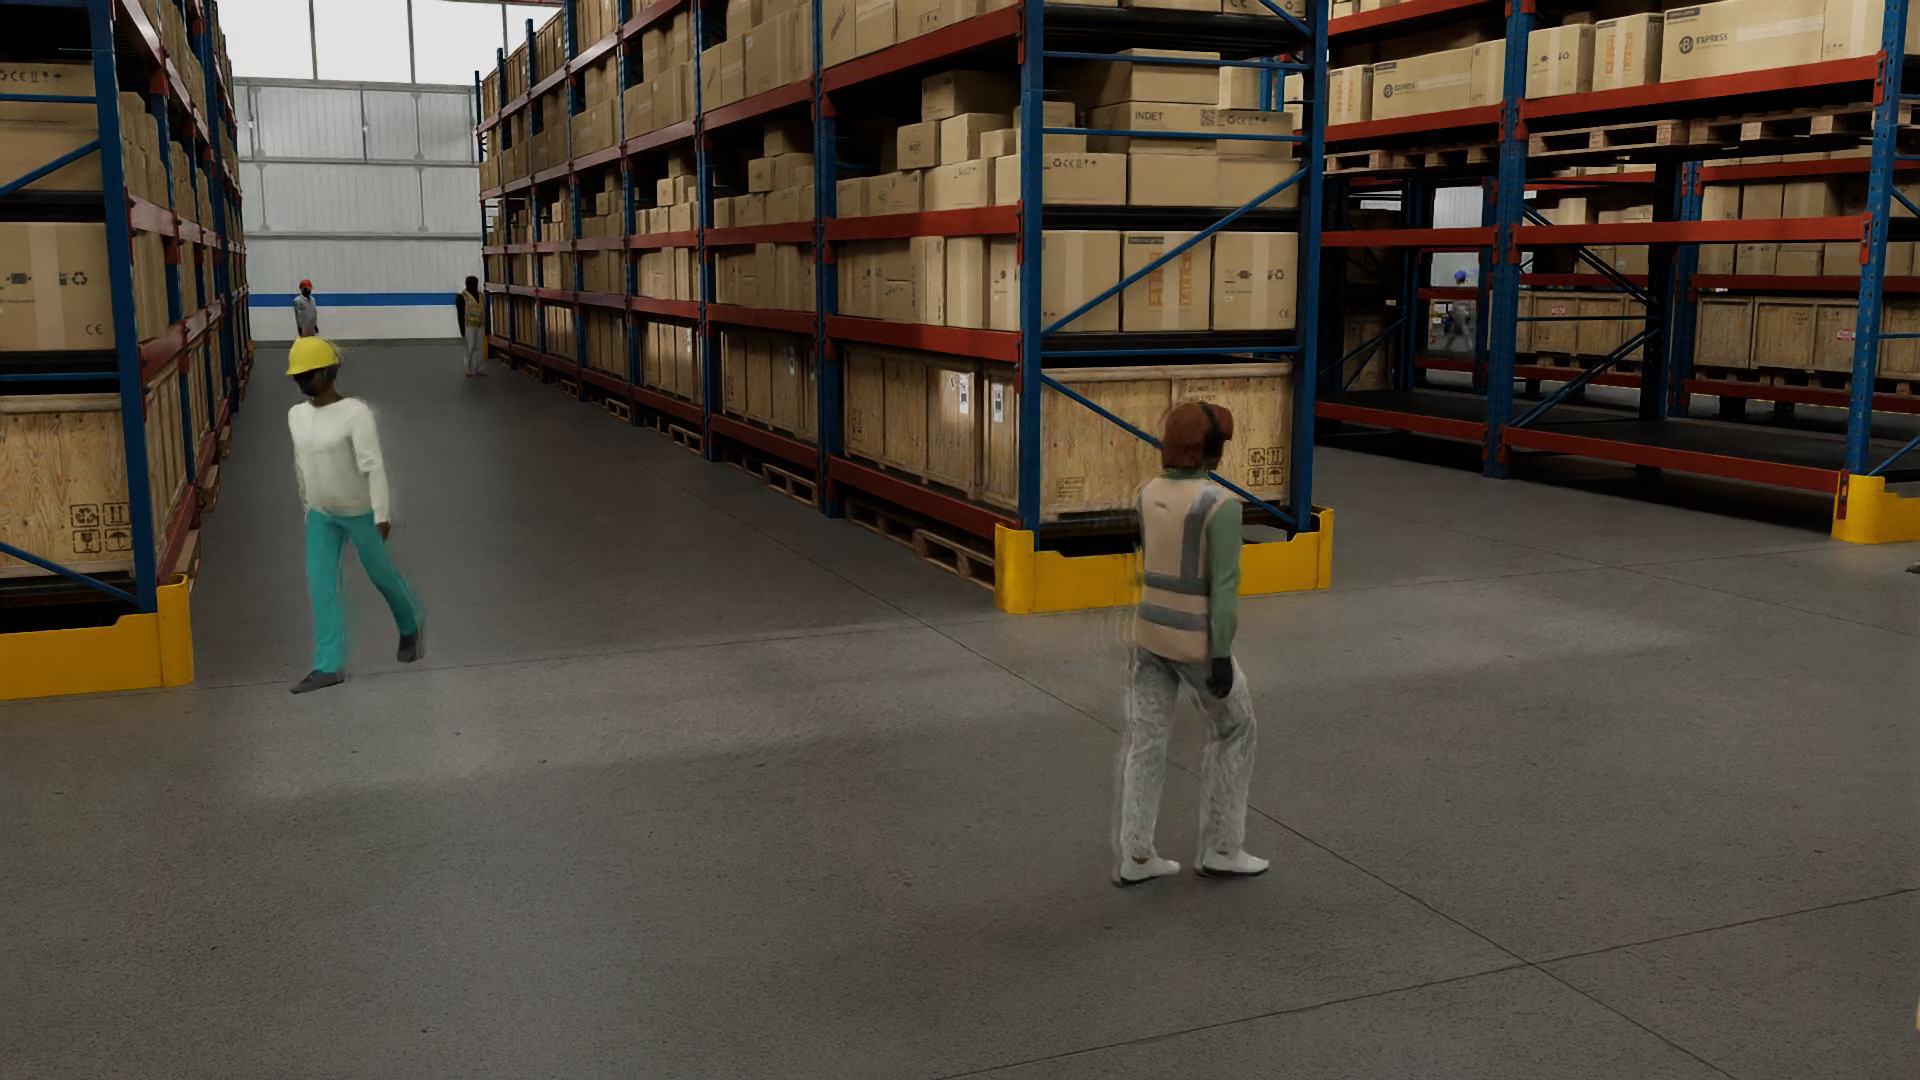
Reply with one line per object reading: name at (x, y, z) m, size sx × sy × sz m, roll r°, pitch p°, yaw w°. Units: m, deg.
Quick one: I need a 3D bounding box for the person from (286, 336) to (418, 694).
person at (-3.036, -0.162, 8.302) m, size 0.577 × 1.726 × 0.881 m, roll 3°, pitch 10°, yaw 19°

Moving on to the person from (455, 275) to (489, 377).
person at (-8.827, -3.876, 30.199) m, size 0.429 × 1.842 × 0.630 m, roll 6°, pitch 11°, yaw 31°

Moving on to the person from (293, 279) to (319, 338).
person at (-12.727, -4.203, 32.451) m, size 0.350 × 1.744 × 0.557 m, roll 3°, pitch 10°, yaw 16°

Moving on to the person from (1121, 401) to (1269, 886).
person at (0.797, 0.348, 5.544) m, size 0.627 × 1.612 × 0.539 m, roll -6°, pitch 11°, yaw -31°

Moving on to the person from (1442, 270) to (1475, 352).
person at (11.047, -4.998, 36.757) m, size 0.984 × 1.900 × 0.623 m, roll 7°, pitch 12°, yaw 36°

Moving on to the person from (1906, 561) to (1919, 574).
person at (6.826, -0.667, 11.090) m, size 0.930 × 1.805 × 0.566 m, roll -4°, pitch 10°, yaw -24°
